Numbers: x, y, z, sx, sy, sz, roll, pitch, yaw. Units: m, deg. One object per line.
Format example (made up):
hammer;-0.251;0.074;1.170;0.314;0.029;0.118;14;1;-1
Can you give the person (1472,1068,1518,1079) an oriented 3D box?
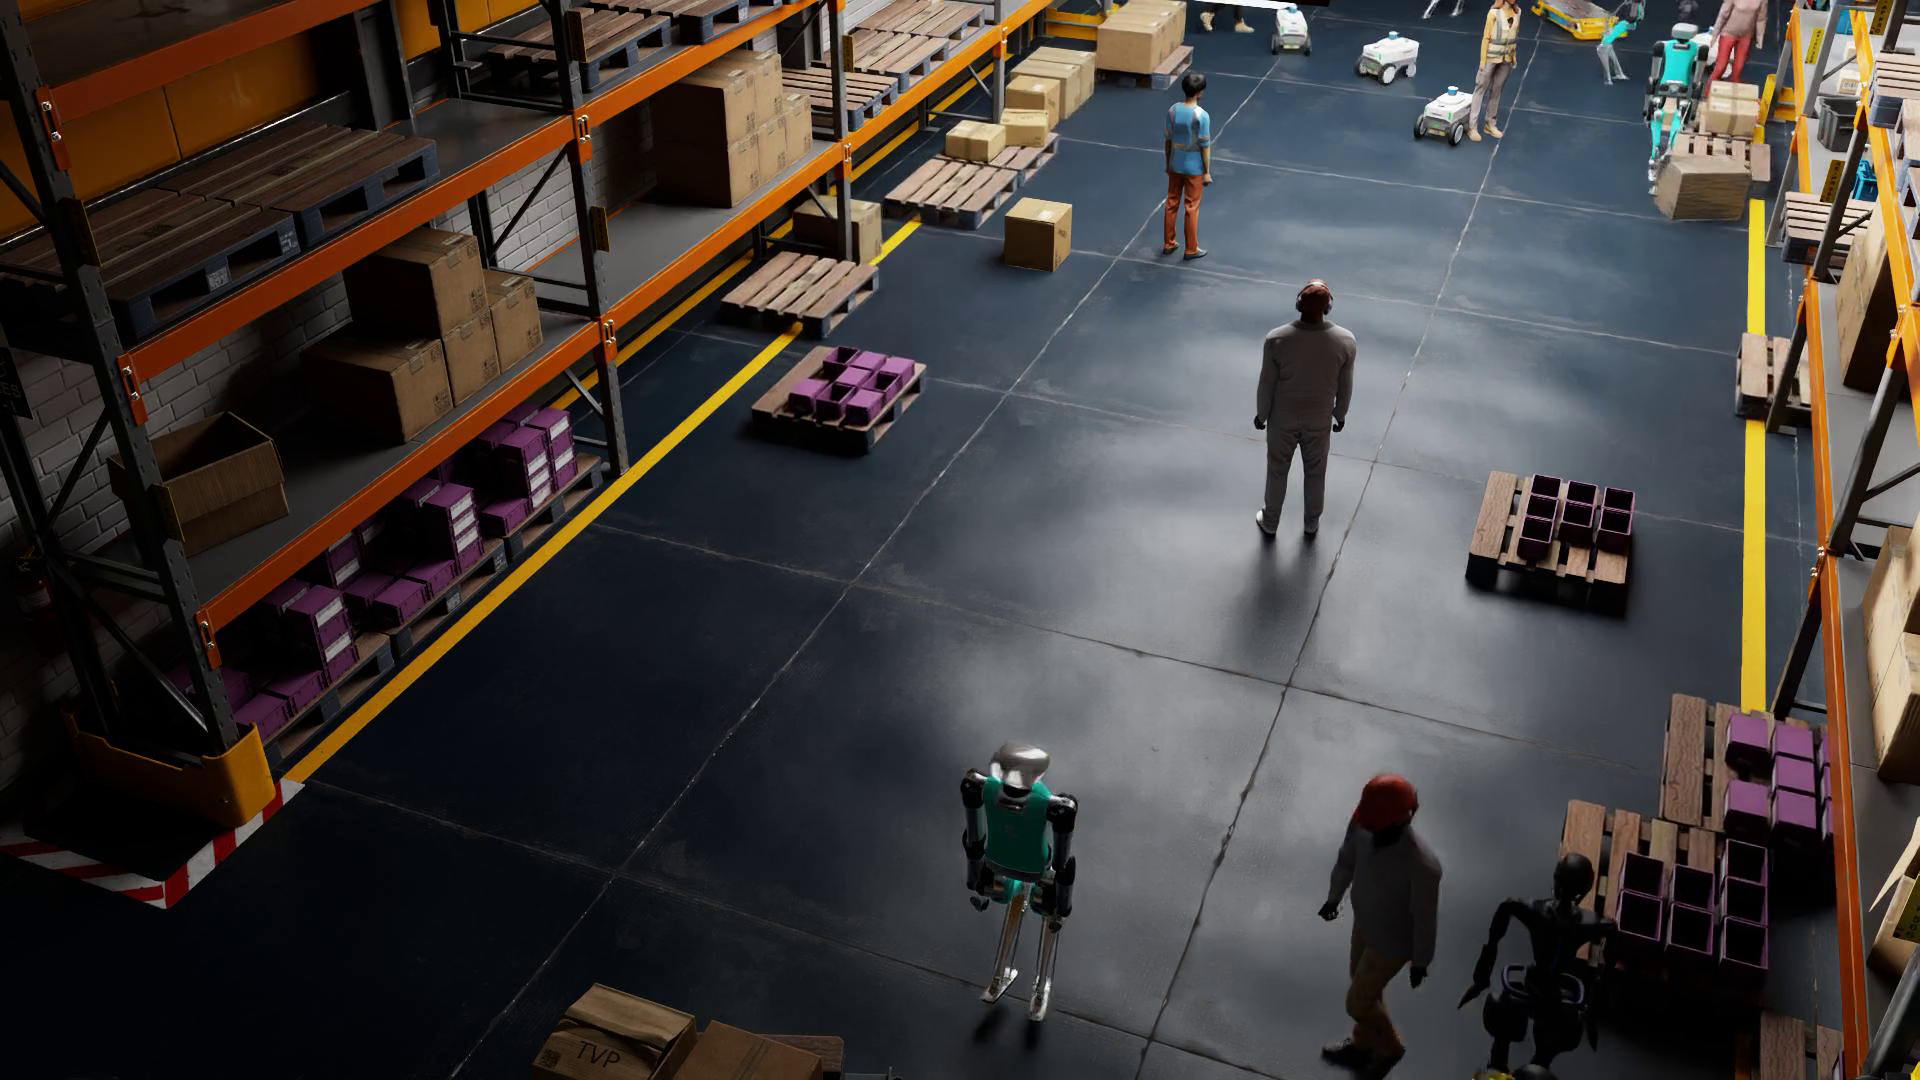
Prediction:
person;1.825;2.628;6.071;0.576;1.855;0.549;-16;36;-23

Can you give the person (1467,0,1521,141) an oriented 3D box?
person;5.972;-5.336;18.458;0.471;1.778;0.310;-12;35;-18

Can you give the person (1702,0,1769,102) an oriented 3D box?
person;8.965;-5.788;19.183;0.560;1.736;0.429;-1;33;-1

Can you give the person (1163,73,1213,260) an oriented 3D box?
person;2.139;-3.509;15.642;0.497;1.766;0.322;24;40;32

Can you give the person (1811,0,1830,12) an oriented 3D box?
person;10.977;-6.954;20.900;0.576;1.845;0.802;-1;33;-2

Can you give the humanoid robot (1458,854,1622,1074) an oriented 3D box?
humanoid robot;2.483;2.001;7.203;0.590;1.648;0.326;9;34;14

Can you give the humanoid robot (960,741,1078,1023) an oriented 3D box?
humanoid robot;0.343;1.516;7.806;0.533;1.703;0.737;12;35;18

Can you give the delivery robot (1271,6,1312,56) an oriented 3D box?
delivery robot;4.289;-6.616;21.554;0.499;0.580;0.766;2;33;3

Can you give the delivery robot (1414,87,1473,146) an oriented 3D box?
delivery robot;5.504;-4.797;18.756;0.499;0.599;0.784;23;39;31

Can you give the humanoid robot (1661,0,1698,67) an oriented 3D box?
humanoid robot;9.082;-6.755;20.746;0.309;1.651;0.616;6;33;9

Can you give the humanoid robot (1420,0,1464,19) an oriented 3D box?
humanoid robot;6.699;-7.967;22.597;0.891;1.778;0.581;-23;39;-31

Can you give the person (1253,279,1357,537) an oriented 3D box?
person;2.350;-0.898;11.474;0.651;1.905;0.405;0;33;1

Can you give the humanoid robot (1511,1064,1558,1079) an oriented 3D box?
humanoid robot;2.007;2.573;6.311;0.593;1.657;0.419;-23;39;-31

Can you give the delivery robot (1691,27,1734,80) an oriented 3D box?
delivery robot;9.353;-6.086;20.744;0.781;0.591;0.499;16;36;23

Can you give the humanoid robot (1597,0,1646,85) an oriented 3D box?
humanoid robot;8.035;-6.424;20.173;0.683;1.786;0.544;18;37;26

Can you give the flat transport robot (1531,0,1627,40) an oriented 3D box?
flat transport robot;8.389;-7.078;22.546;0.659;0.231;1.431;-6;33;-9

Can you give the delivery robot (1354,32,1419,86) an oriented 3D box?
delivery robot;5.307;-5.972;20.566;0.789;0.590;0.499;-20;38;-27

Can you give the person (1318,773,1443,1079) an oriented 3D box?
person;1.884;1.740;7.548;0.371;1.729;0.598;-8;34;-13

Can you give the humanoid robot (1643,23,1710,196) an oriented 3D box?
humanoid robot;7.193;-4.322;16.940;0.558;1.740;1.007;16;36;23

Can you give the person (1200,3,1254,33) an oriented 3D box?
person;3.575;-7.528;21.939;0.713;1.671;0.533;1;33;2
